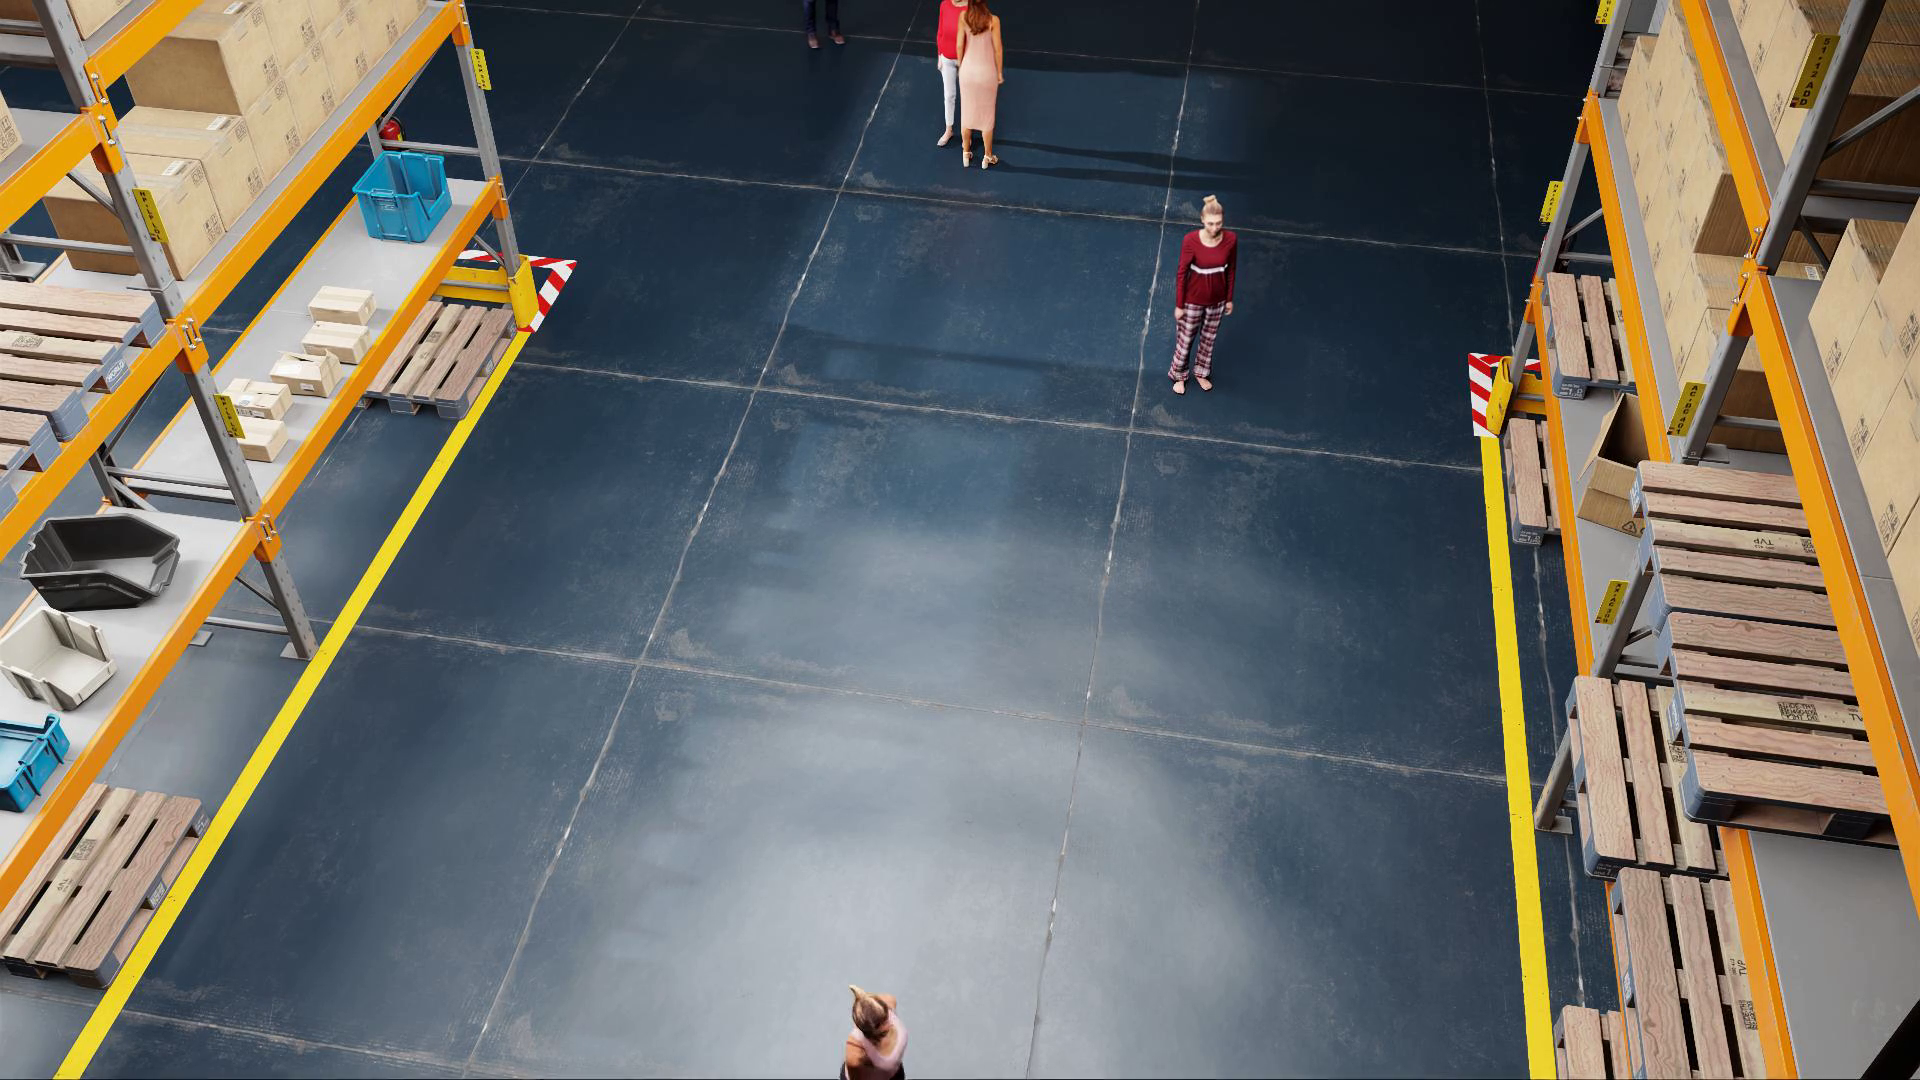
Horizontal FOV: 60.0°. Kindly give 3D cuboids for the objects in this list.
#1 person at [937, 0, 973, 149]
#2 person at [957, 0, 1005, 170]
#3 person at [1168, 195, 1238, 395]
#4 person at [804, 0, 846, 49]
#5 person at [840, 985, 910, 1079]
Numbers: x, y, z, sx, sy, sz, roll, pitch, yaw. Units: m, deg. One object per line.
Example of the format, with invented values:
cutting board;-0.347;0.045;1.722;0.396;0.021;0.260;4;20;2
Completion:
person;-0.014;-4.473;15.495;0.546;1.694;0.550;9;44;9
person;0.169;-4.236;15.146;0.611;1.832;0.552;14;45;14
person;1.871;-1.862;12.750;0.688;1.699;0.635;-8;44;-8
person;-1.442;-5.932;16.920;0.861;1.842;0.880;-17;46;-17
person;-0.458;2.567;8.152;0.812;1.630;0.668;12;45;12
